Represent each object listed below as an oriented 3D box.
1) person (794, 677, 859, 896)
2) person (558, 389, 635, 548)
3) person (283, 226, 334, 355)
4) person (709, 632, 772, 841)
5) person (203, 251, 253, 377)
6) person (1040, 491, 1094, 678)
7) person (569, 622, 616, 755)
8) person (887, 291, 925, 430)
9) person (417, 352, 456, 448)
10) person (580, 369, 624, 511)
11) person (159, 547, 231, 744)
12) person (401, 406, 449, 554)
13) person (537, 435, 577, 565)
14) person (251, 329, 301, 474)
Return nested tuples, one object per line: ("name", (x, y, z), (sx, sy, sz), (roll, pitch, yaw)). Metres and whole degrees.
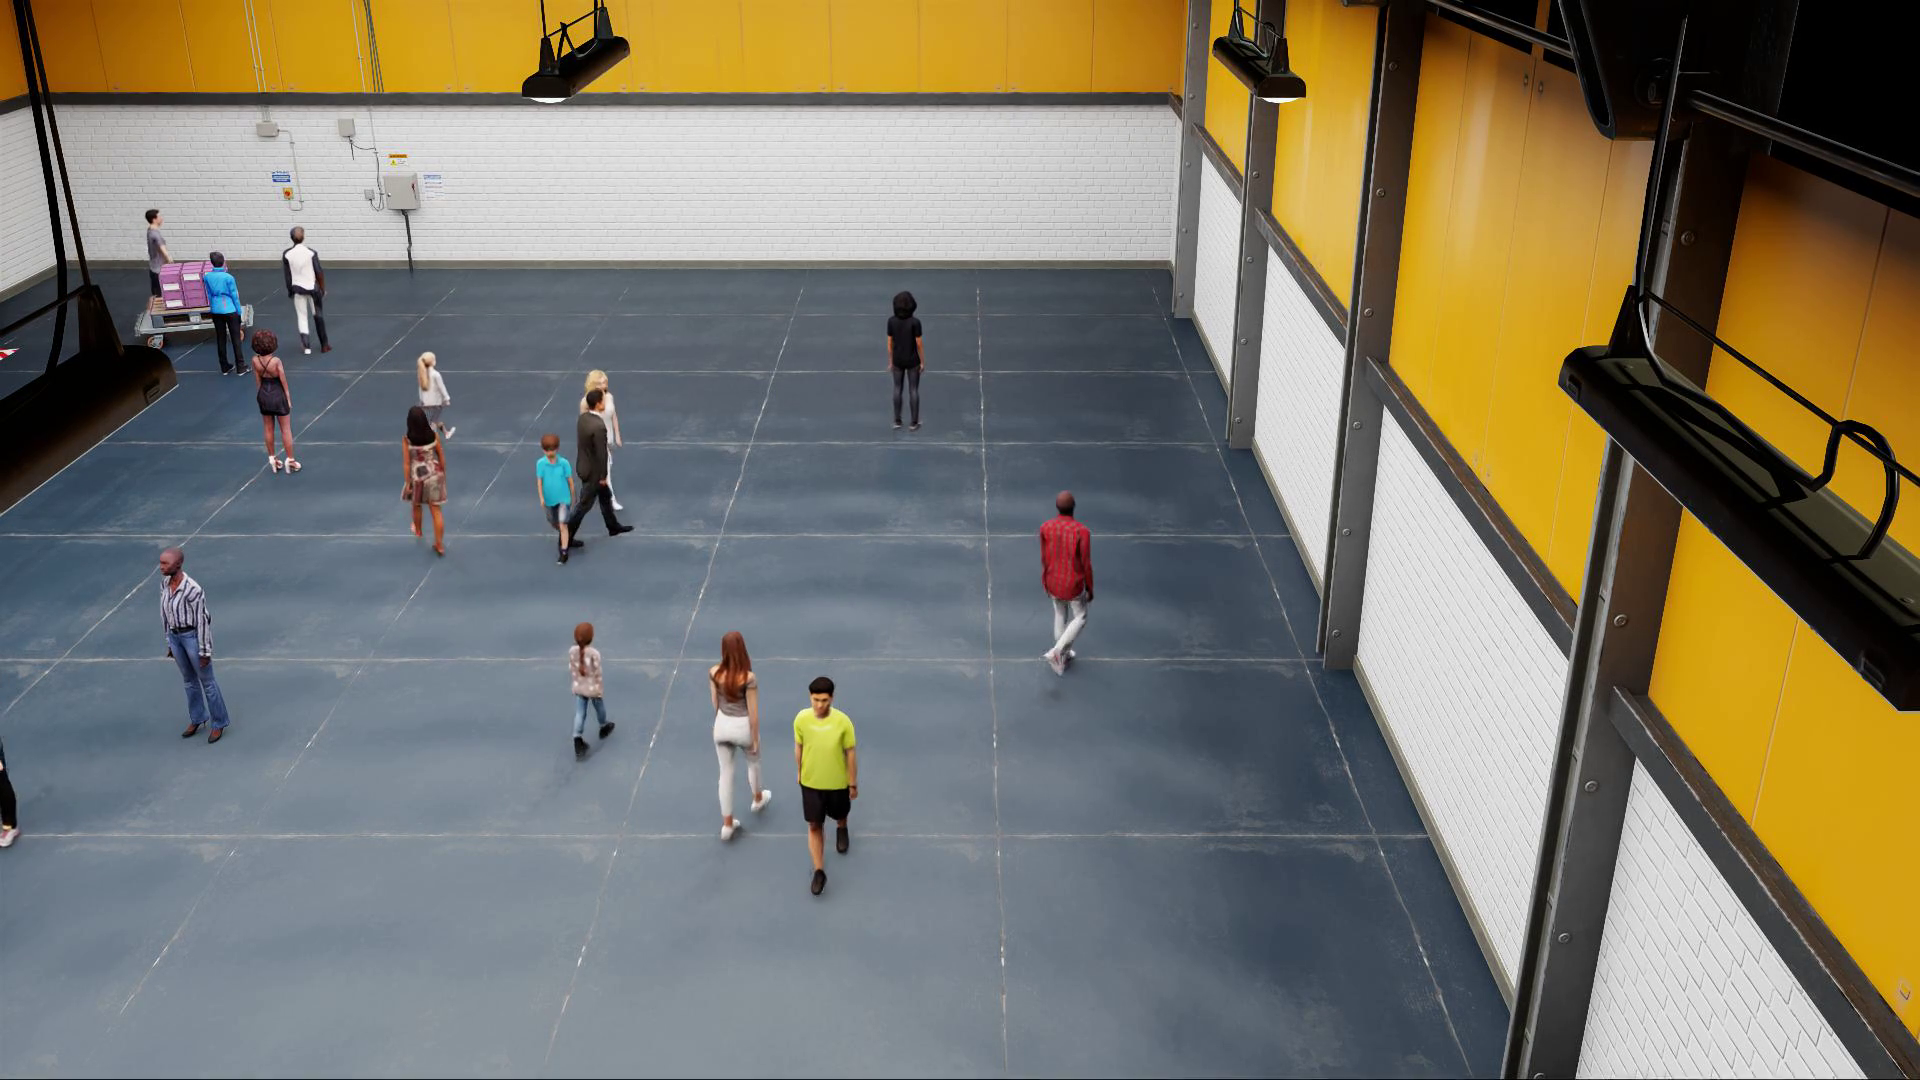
("person", (-1.000, 1.747, 12.521), (0.682, 1.672, 1.100), (1, 24, 2))
("person", (-4.099, -0.735, 18.115), (1.149, 1.740, 1.195), (-15, 28, -30))
("person", (-9.737, -3.721, 24.756), (0.745, 1.891, 0.668), (-5, 24, -12))
("person", (-1.783, 1.549, 12.934), (0.749, 1.706, 0.985), (5, 24, 11))
("person", (-10.530, -3.247, 23.791), (0.587, 1.797, 0.539), (0, 24, 1))
("person", (0.956, 0.426, 15.375), (0.937, 1.808, 1.047), (14, 27, 29))
("person", (-3.218, 1.275, 14.226), (0.626, 1.173, 0.858), (6, 24, 14))
("person", (-0.711, -2.357, 21.707), (0.678, 1.835, 0.609), (6, 24, 13))
("person", (-6.700, -1.731, 21.005), (0.757, 1.250, 0.909), (12, 26, 25))
("person", (-4.199, -1.189, 19.274), (1.018, 1.644, 1.069), (-21, 32, -40))
("person", (-6.632, 0.889, 14.331), (0.688, 1.796, 0.660), (9, 25, 21))
("person", (-5.767, -0.624, 18.014), (0.963, 1.618, 1.096), (-15, 28, -30))
("person", (-4.337, -0.490, 17.954), (0.511, 1.420, 0.917), (0, 24, -1))
("person", (-8.356, -1.684, 20.228), (0.556, 1.786, 0.551), (2, 24, 4))
